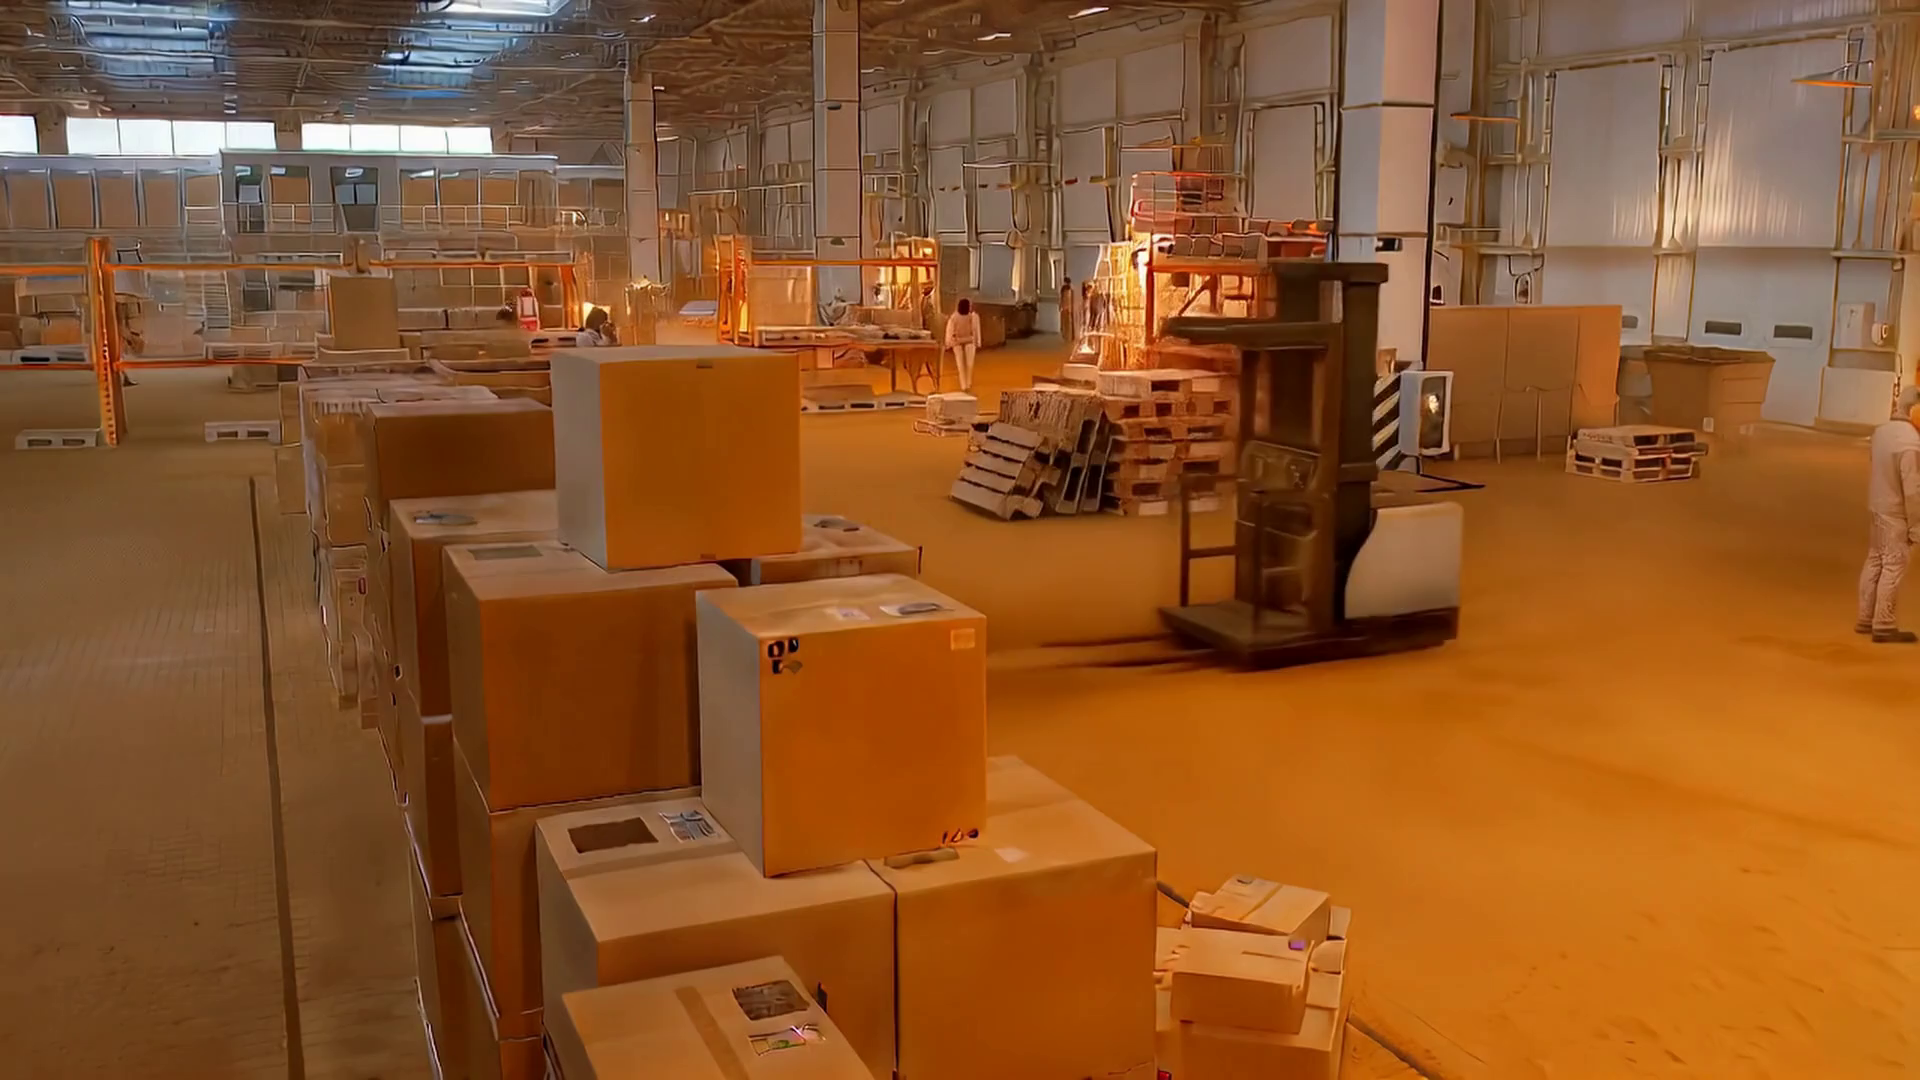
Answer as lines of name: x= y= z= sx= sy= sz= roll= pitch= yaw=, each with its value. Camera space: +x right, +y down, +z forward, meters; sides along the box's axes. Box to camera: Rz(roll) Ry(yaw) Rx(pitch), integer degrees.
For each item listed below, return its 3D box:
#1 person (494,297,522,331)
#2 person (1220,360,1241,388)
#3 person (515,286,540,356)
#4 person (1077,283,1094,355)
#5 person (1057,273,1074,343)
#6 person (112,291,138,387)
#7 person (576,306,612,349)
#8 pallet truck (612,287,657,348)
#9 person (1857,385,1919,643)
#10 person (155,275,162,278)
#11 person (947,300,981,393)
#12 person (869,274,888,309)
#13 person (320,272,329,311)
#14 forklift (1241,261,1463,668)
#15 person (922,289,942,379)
person: x=-8.533 y=-3.654 z=31.572 sx=1.047 sy=1.884 sz=0.646 roll=8 pitch=13 yaw=37
person: x=4.406 y=-2.788 z=26.727 sx=0.426 sy=1.907 sz=0.607 roll=5 pitch=12 yaw=27
person: x=-10.257 y=-5.084 z=39.447 sx=0.574 sy=1.887 sz=0.355 roll=-4 pitch=11 yaw=-23
person: x=3.246 y=-5.733 z=43.089 sx=0.328 sy=1.865 sz=0.517 roll=-7 pitch=13 yaw=-35
person: x=3.058 y=-6.691 z=48.004 sx=0.395 sy=1.993 sz=0.614 roll=-5 pitch=12 yaw=-27
person: x=-16.994 y=-4.081 z=33.786 sx=0.378 sy=1.932 sz=0.551 roll=-9 pitch=14 yaw=-42
person: x=-5.130 y=-2.305 z=23.707 sx=0.537 sy=2.000 sz=0.682 roll=2 pitch=11 yaw=14
pallet truck: x=-6.464 y=-4.406 z=35.401 sx=0.823 sy=1.965 sz=1.885 roll=6 pitch=12 yaw=32
person: x=6.968 y=-0.188 z=12.368 sx=0.383 sy=1.928 sz=0.635 roll=0 pitch=10 yaw=3
person: x=-24.378 y=-7.091 z=50.485 sx=0.924 sy=1.906 sz=0.553 roll=1 pitch=10 yaw=8
person: x=0.066 y=-3.764 z=32.427 sx=0.664 sy=1.792 sz=0.958 roll=1 pitch=10 yaw=8
person: x=-2.437 y=-6.950 z=49.572 sx=0.605 sy=1.944 sz=0.403 roll=3 pitch=11 yaw=16
person: x=-21.761 y=-8.315 z=57.340 sx=0.765 sy=1.864 sz=0.594 roll=-3 pitch=11 yaw=-17
forklift: x=2.648 y=-0.622 z=12.115 sx=1.873 sy=2.768 sz=1.129 roll=-4 pitch=11 yaw=-23
person: x=-0.576 y=-4.403 z=35.584 sx=0.382 sy=1.924 sz=0.594 roll=6 pitch=12 yaw=28
